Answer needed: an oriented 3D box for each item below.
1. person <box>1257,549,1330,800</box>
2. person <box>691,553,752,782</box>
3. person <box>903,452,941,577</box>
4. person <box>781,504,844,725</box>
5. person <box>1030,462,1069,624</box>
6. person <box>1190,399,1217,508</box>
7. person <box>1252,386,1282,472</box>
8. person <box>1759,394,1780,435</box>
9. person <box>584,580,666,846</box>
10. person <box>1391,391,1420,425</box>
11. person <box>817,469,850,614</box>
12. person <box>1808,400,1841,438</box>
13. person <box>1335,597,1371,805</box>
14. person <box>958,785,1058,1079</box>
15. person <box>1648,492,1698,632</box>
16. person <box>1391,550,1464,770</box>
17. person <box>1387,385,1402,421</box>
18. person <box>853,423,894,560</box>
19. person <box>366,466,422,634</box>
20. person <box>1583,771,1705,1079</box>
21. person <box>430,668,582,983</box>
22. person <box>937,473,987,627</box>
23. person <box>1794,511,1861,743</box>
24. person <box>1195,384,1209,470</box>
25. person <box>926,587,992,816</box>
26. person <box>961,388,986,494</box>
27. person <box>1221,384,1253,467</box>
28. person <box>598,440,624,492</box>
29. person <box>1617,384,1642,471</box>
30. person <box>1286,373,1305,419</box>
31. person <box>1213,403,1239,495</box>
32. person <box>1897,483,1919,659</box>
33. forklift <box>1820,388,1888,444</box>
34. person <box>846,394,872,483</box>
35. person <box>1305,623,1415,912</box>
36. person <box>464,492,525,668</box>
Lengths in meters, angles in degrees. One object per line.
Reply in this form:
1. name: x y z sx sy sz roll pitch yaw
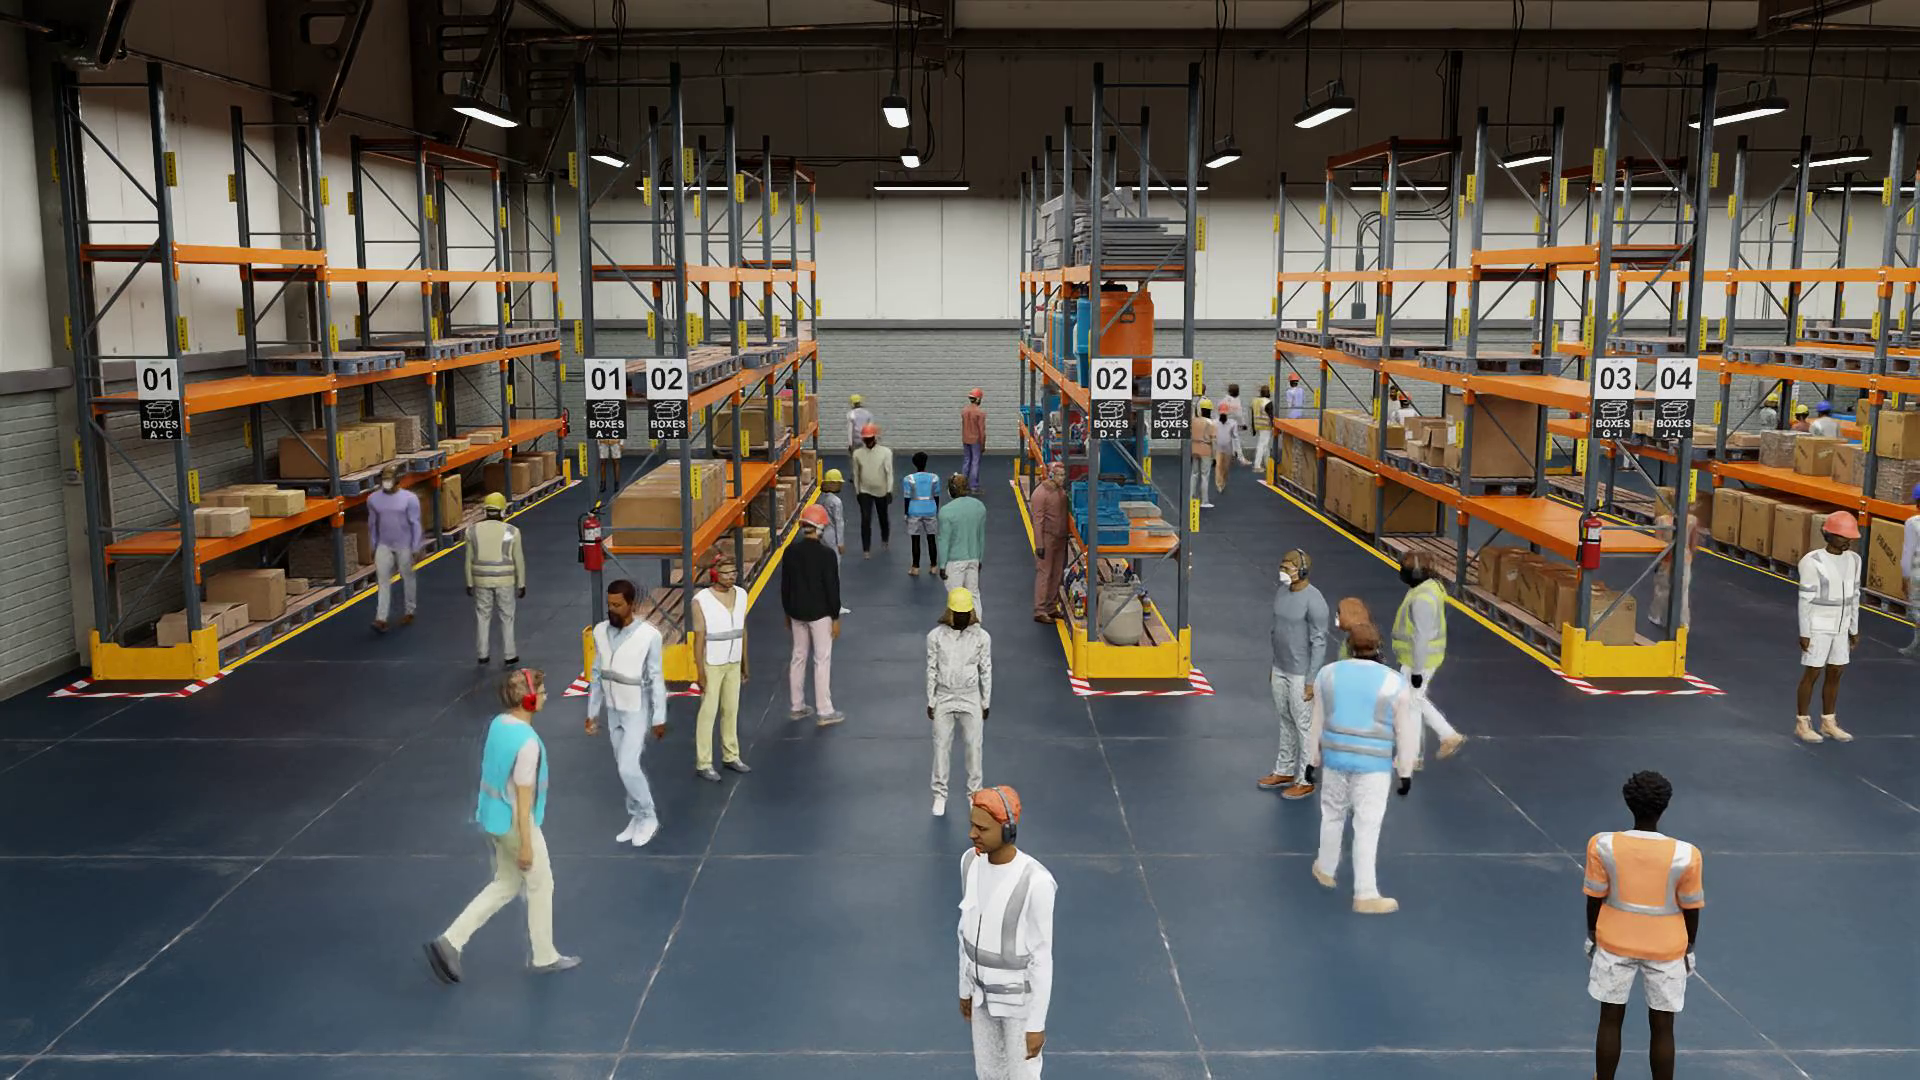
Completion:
1. person: 2.589 1.027 12.866 0.373 1.940 0.629 -4 10 -22
2. person: -1.929 1.005 13.344 0.393 1.835 0.562 7 11 38
3. person: -0.518 -0.349 22.485 0.533 1.698 0.322 -3 9 -18
4. person: -1.320 0.663 15.031 0.622 1.990 0.402 6 10 32
5. person: 1.087 0.024 19.475 0.401 1.894 0.652 6 11 34
6. person: 4.301 -1.522 29.359 0.588 1.915 0.425 9 12 44
7. person: 6.432 -2.322 34.842 0.764 1.805 0.647 -3 9 -18
8. person: 16.334 -2.090 33.588 0.324 1.730 0.491 -1 9 -4
9. person: -2.364 1.214 11.752 0.586 1.905 0.498 6 11 34
10. person: 8.342 -1.825 31.258 0.547 1.929 0.386 1 9 5
11. person: -1.539 0.015 20.011 0.321 1.740 0.490 -6 11 -36
12. person: 15.025 -1.456 28.892 0.632 1.920 0.658 -2 9 -12
13. person: 2.892 1.229 12.584 0.429 1.621 0.515 2 9 12
14. person: 0.184 1.958 7.087 0.356 1.879 0.576 -7 11 -37
15. person: 8.161 0.248 18.990 0.514 1.595 0.868 1 9 9
16. person: 3.774 0.982 13.514 0.542 1.823 0.630 3 9 20
17. person: 8.965 -2.272 34.363 0.336 1.860 0.498 -7 11 -38
18. person: -1.243 -0.737 24.150 0.611 1.965 0.896 1 9 5
19. person: -6.469 0.102 18.981 0.651 1.882 1.003 0 9 1
20. person: 3.220 1.925 7.876 0.532 1.694 0.319 4 10 24
21. person: -2.581 1.627 9.394 0.772 1.820 0.578 -6 11 -34
22. person: 0.010 0.233 18.007 0.625 1.933 0.375 -7 11 -39
23. person: 7.513 0.752 14.348 0.607 2.034 0.409 -3 9 -17
24. person: 5.127 -2.403 35.267 0.336 1.839 0.509 4 10 22
25. person: -0.007 1.204 12.391 0.487 1.738 0.320 0 9 2
26. person: 0.274 -1.854 31.268 0.404 1.987 0.608 -8 12 -42
27. person: 5.875 -2.481 35.939 0.988 1.796 0.620 6 10 32
28. person: -6.637 -1.866 31.495 0.543 1.932 0.376 -1 9 -4
29. person: 14.079 -2.370 34.940 0.539 1.869 0.313 -2 9 -15
30. person: 7.508 -2.794 37.455 0.551 1.933 0.370 -7 11 -36
31. person: 4.957 -1.740 31.368 0.570 1.723 0.836 1 9 4
32. person: 10.117 0.359 17.272 0.648 1.912 0.797 -2 9 -13
33. forklift: 20.072 -3.110 36.462 1.873 2.768 1.129 0 9 0
34. person: -1.949 -1.966 32.580 0.593 1.800 0.807 -6 10 -32
35. person: 2.573 1.436 10.687 0.689 1.810 0.625 5 10 29
36. person: -4.796 0.417 17.176 0.611 1.822 0.404 0 9 -2
